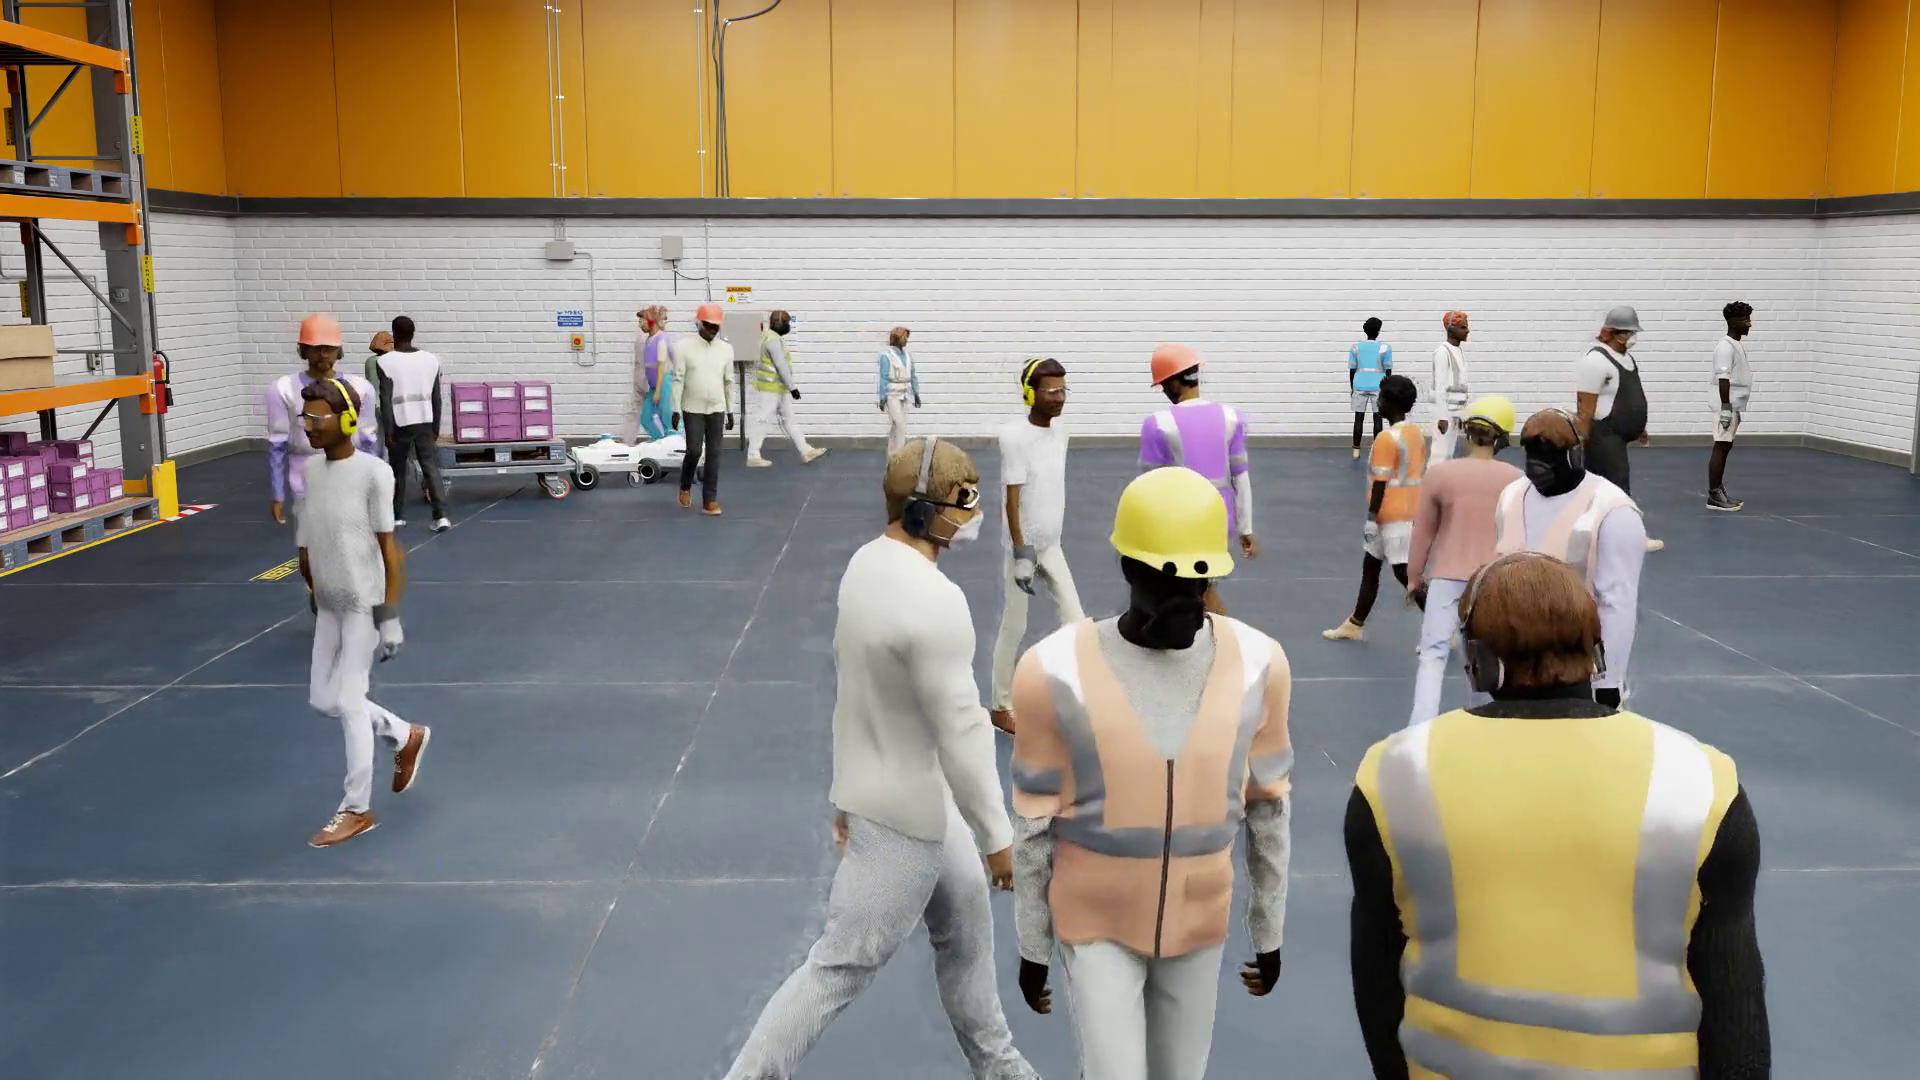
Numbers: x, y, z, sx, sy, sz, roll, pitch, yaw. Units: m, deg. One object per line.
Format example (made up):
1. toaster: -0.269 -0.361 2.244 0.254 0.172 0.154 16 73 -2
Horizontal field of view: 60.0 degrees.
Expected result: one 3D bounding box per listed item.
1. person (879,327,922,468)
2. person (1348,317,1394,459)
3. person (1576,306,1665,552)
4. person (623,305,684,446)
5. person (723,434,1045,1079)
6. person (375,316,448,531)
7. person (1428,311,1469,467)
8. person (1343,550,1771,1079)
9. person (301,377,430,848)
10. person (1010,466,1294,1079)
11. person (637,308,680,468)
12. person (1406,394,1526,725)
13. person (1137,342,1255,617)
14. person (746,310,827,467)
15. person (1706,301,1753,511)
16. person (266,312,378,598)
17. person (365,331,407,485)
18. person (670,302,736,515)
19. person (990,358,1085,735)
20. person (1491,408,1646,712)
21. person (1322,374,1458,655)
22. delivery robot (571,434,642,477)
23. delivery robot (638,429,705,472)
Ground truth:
1. person: -0.633 -1.572 18.661 0.637 1.615 0.526 7 11 36
2. person: 4.877 -1.795 19.770 0.536 1.697 0.318 4 10 25
3. person: 5.269 -0.960 13.601 1.047 2.000 0.685 7 12 38
4. person: -3.505 -1.809 19.393 1.020 1.837 0.659 -5 10 -27
5. person: -0.191 0.672 4.135 1.073 1.889 0.617 -2 10 -13
6. person: -4.768 -1.014 14.497 0.609 1.869 1.014 -9 13 -42
7. person: 4.477 -1.152 15.289 0.390 1.889 0.584 6 11 32
8. person: 0.957 0.927 2.743 0.659 1.811 0.548 4 10 23
9. person: -2.408 0.265 6.698 0.515 1.851 0.635 5 11 28
10. person: 0.376 0.753 3.574 0.590 1.898 0.787 -2 9 -10
11. person: -3.402 -1.701 18.800 0.473 1.816 0.607 -5 10 -27
12. person: 2.270 0.205 7.483 0.551 1.708 0.937 4 10 24
13. person: 1.188 -0.073 8.620 0.591 1.893 0.479 -4 10 -22
14. person: -2.021 -1.728 19.078 0.968 1.784 0.618 -1 9 -5
15. person: 7.267 -1.267 15.706 0.367 1.966 0.607 5 11 30
16. person: -3.748 -0.336 9.830 0.618 2.022 0.861 -4 10 -21
17. person: -5.990 -1.358 17.317 0.493 1.624 0.280 6 11 32
18. person: -2.360 -1.209 15.337 0.639 1.968 0.556 -6 11 -32
19. person: 0.406 0.065 7.931 0.534 1.844 0.747 -9 13 -42
20. person: 2.190 0.409 6.031 0.969 1.788 0.648 -6 11 -32
21. person: 2.586 -0.151 9.815 0.852 1.655 0.536 6 11 32
22. delivery robot: -3.658 -0.860 17.245 0.707 0.478 0.477 -3 10 -15
23. delivery robot: -3.043 -0.932 17.684 0.707 0.478 0.477 0 9 2
